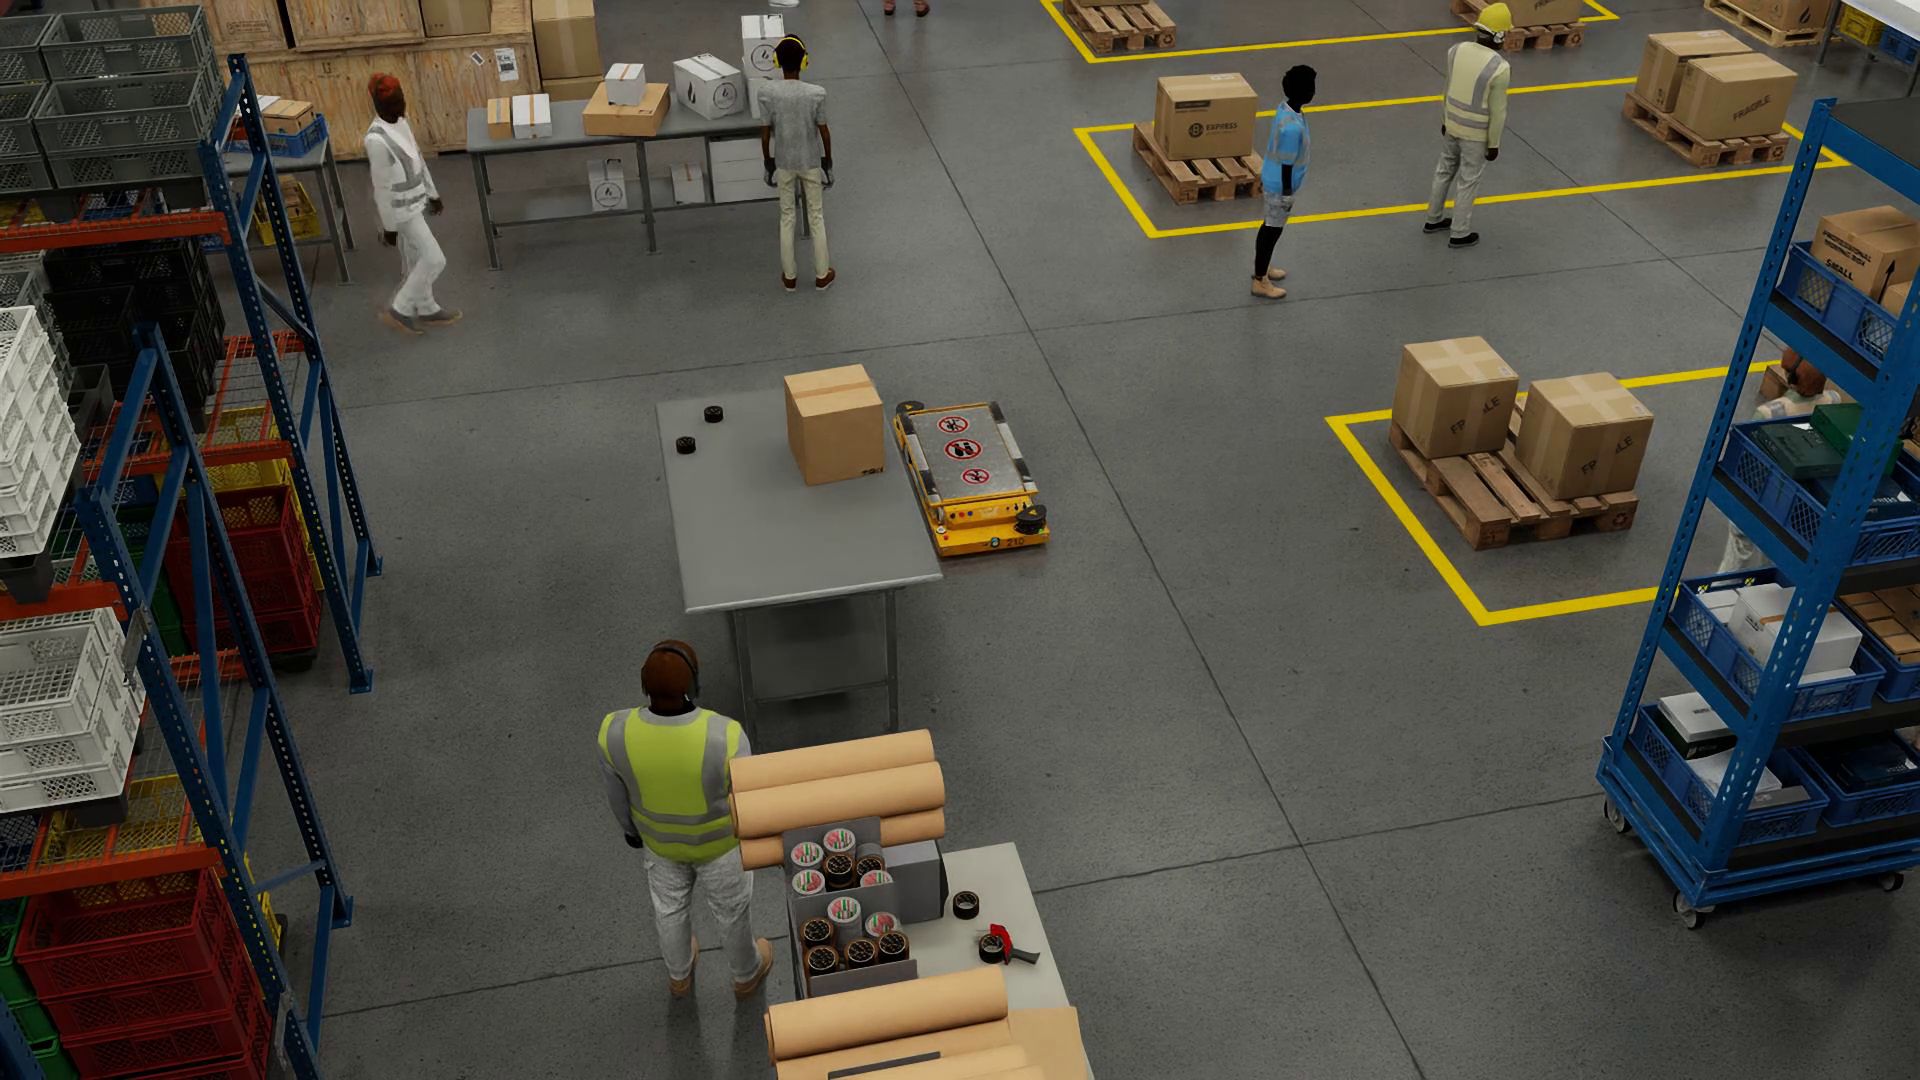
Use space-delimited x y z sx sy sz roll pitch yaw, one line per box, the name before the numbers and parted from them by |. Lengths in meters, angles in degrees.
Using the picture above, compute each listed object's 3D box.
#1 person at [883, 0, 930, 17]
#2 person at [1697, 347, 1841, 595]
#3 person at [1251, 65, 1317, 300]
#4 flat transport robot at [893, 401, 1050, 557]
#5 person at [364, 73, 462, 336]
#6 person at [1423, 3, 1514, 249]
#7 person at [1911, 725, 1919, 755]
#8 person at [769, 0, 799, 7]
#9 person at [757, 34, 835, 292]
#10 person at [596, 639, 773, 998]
person | -0.558 -6.170 16.476 0.643 1.898 0.398 5 37 7
person | 4.283 -0.290 8.790 0.518 1.632 0.313 -10 38 -13
person | 2.283 -2.529 11.750 0.321 1.692 0.537 4 37 5
flat transport robot | 0.046 -0.430 10.108 0.652 0.197 1.431 -8 37 -10
person | -3.707 -2.248 11.220 0.443 1.875 0.560 -6 37 -8
person | 3.809 -3.077 12.376 0.403 1.823 0.596 -18 40 -22
person | 4.606 0.284 7.734 0.628 1.979 0.412 14 39 18
person | -1.878 -6.374 16.727 0.375 1.917 0.592 -7 37 -9
person | -1.142 -2.645 11.760 0.513 1.868 0.328 0 37 0
person | -1.072 1.150 6.684 0.621 1.839 0.429 4 37 5
